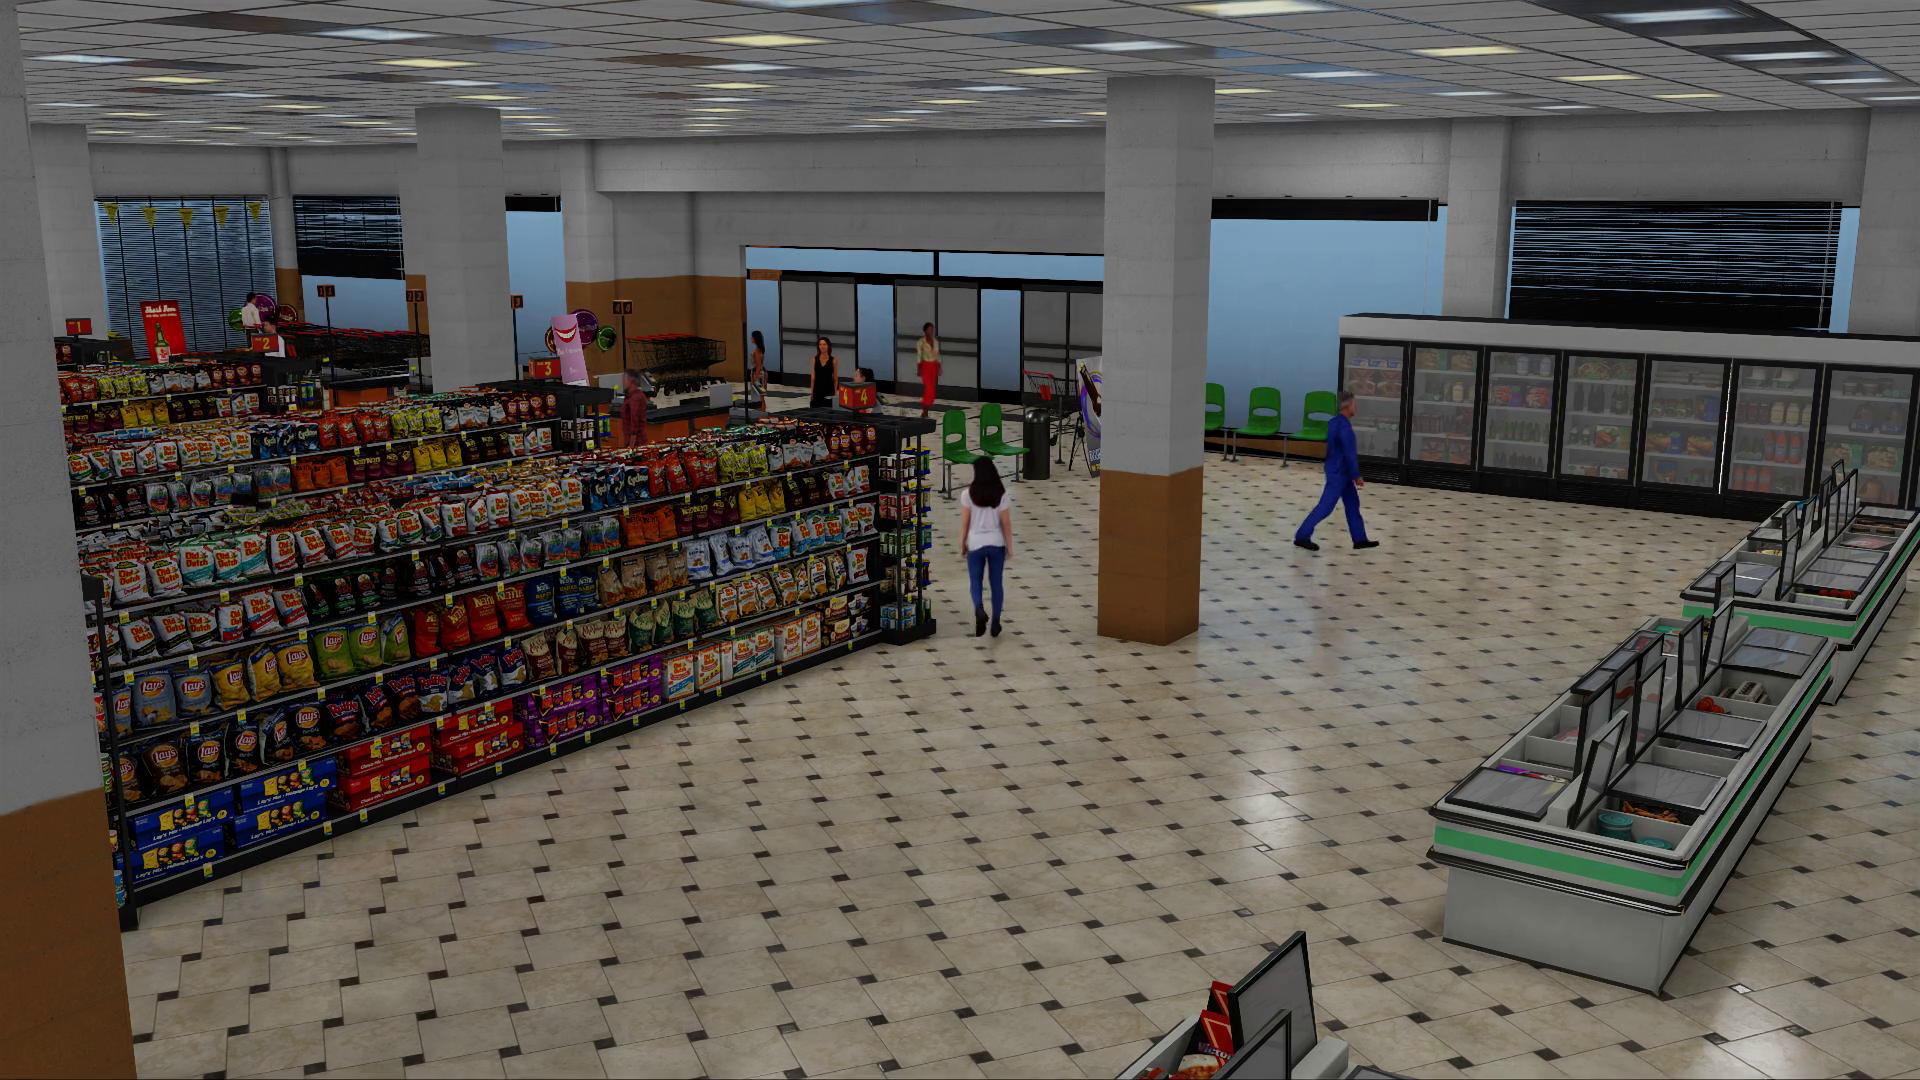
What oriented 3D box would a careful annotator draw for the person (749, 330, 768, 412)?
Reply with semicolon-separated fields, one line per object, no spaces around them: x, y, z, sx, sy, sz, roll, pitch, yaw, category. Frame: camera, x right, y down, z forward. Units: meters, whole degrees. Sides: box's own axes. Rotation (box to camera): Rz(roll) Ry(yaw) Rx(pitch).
-3.502;-2.837;29.013;0.784;1.645;0.678;0;12;0;person

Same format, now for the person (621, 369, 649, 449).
-4.097;-1.254;21.048;0.817;1.831;0.722;-1;12;-3;person

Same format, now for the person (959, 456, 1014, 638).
0.221;0.117;14.944;0.915;1.662;1.019;1;12;3;person

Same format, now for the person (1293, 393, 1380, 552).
4.150;-0.714;18.607;1.171;1.779;1.268;1;12;5;person

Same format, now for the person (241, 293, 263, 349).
-15.651;-4.560;36.806;0.681;1.807;0.582;6;14;28;person

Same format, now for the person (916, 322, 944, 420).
-0.600;-2.907;29.038;0.719;1.774;0.739;-9;15;-38;person

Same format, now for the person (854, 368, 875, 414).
-1.289;-1.447;22.215;0.729;1.727;0.710;-5;13;-24;person

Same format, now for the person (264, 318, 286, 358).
-11.931;-2.951;29.016;0.624;1.868;0.571;9;15;37;person

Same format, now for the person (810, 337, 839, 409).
-2.074;-2.191;25.488;0.670;1.834;0.682;1;12;5;person
